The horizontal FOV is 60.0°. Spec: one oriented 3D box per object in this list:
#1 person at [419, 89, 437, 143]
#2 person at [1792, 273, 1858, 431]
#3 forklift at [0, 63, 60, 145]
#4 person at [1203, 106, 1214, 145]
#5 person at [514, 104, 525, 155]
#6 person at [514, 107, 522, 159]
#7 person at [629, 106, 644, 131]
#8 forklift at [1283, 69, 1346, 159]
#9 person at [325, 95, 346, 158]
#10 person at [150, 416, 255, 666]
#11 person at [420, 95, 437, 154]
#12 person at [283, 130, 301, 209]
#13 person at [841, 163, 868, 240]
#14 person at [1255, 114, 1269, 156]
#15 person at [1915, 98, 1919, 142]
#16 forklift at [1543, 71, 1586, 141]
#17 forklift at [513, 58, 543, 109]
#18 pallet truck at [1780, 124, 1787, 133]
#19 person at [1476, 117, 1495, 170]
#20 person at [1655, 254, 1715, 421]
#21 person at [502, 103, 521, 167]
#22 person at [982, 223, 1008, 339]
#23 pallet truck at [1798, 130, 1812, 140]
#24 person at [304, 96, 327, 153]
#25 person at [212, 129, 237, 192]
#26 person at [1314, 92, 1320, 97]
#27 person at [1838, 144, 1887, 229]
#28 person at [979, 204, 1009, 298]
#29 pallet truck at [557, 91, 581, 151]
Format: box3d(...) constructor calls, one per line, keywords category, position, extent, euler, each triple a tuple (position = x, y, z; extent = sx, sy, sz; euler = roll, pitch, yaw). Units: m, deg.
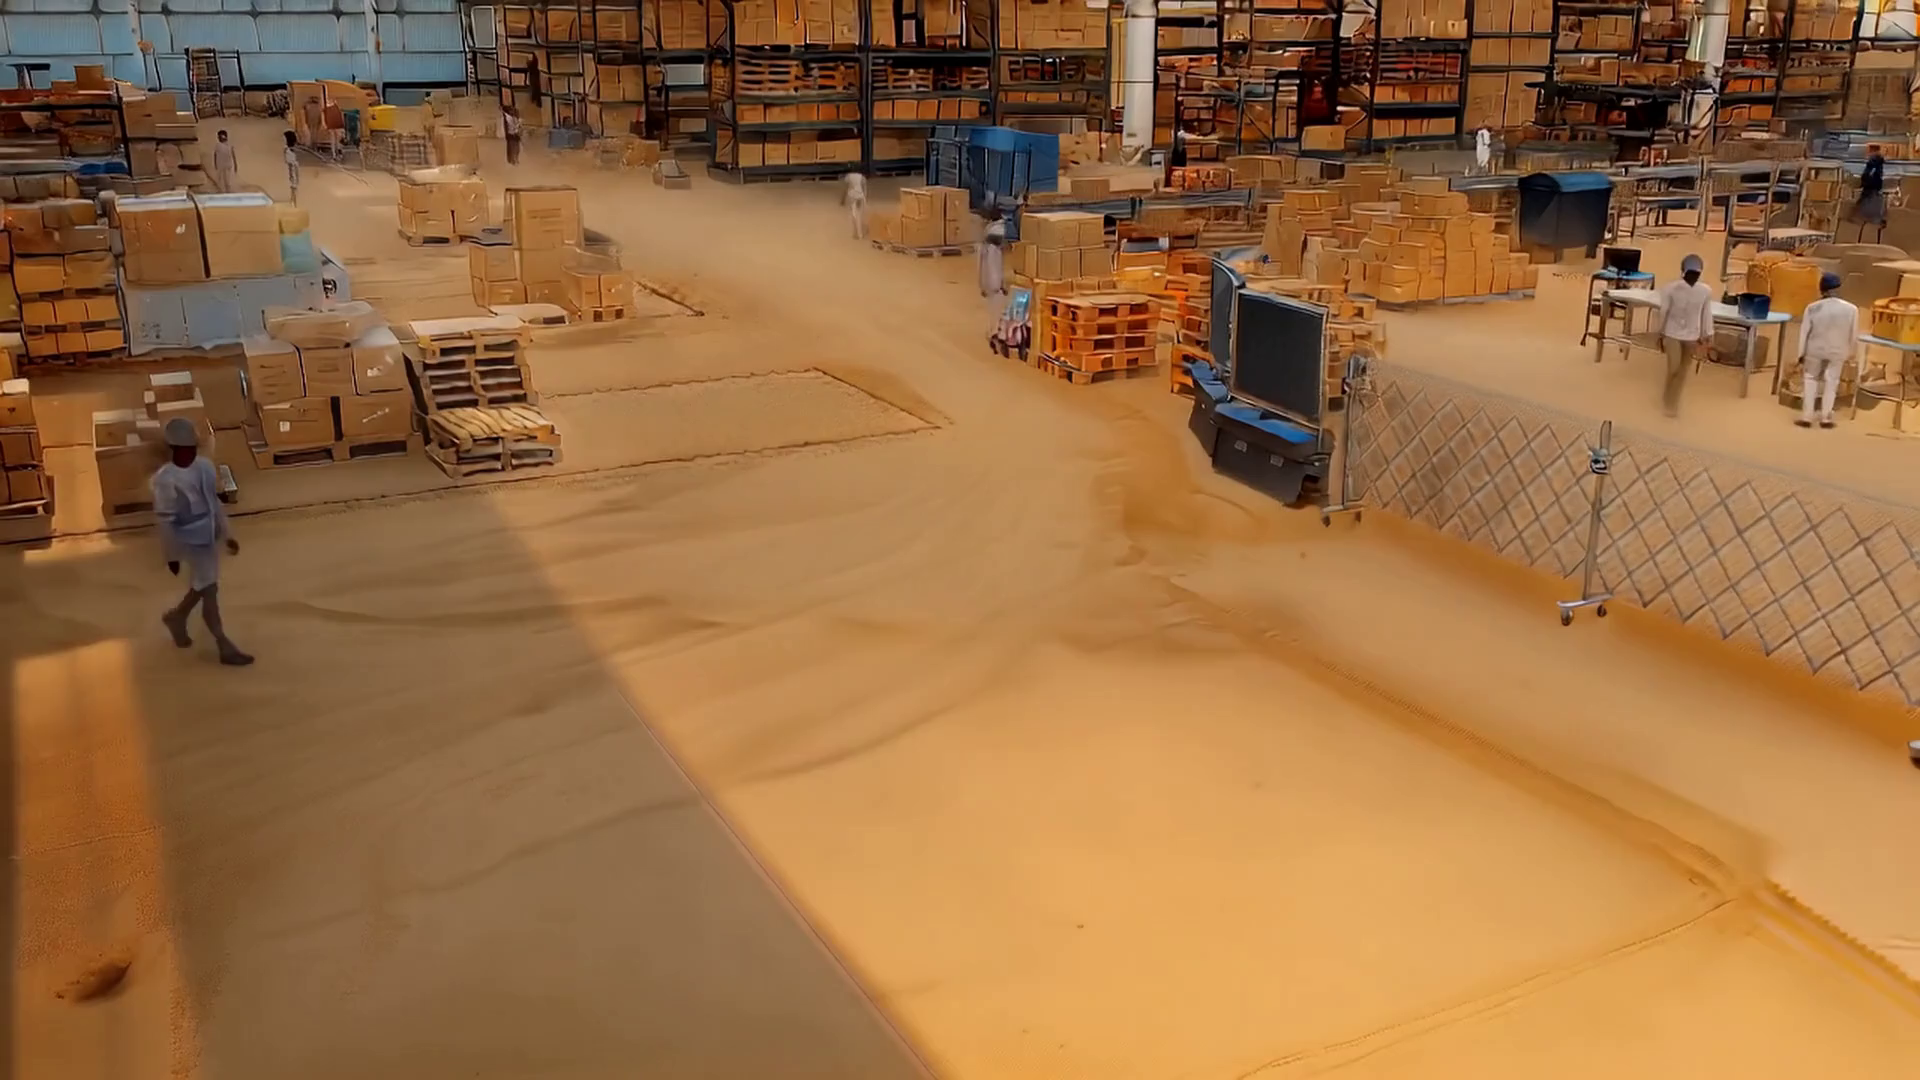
box3d(category="person", position=(-19.141, -15.269, 59.987), extent=(0.579, 1.914, 0.680), euler=(-13, 22, -36))
box3d(category="person", position=(10.066, -2.189, 19.370), extent=(0.604, 1.824, 0.403), euler=(5, 18, 15))
box3d(category="forklift", position=(-33.500, -15.620, 59.532), extent=(1.873, 2.768, 1.129), euler=(-9, 20, -26))
box3d(category="person", position=(8.187, -13.471, 54.803), extent=(0.551, 1.643, 0.882), euler=(-9, 20, -27))
box3d(category="person", position=(-14.807, -13.709, 55.578), extent=(0.307, 1.637, 0.525), euler=(-15, 23, -39))
box3d(category="person", position=(-14.533, -13.277, 54.141), extent=(0.460, 1.679, 0.560), euler=(11, 21, 30))
box3d(category="person", position=(-12.019, -15.691, 61.567), extent=(1.037, 1.759, 0.629), euler=(-10, 20, -28))
box3d(category="forklift", position=(11.615, -13.871, 54.079), extent=(1.129, 2.768, 1.873), euler=(-9, 20, -27))
box3d(category="person", position=(-20.486, -13.574, 54.585), extent=(0.399, 1.989, 0.622), euler=(17, 24, 42))
box3d(category="person", position=(-5.756, -0.009, 12.426), extent=(0.870, 1.914, 0.544), euler=(5, 19, 17))
box3d(category="person", position=(-17.925, -13.957, 55.881), extent=(0.505, 1.927, 0.648), euler=(2, 18, 5))
box3d(category="person", position=(-15.836, -8.725, 39.507), extent=(0.361, 1.964, 0.617), euler=(-5, 18, -14))
box3d(category="person", position=(-2.221, -7.148, 35.160), extent=(0.531, 1.606, 0.487), euler=(-8, 19, -23))
box3d(category="person", position=(8.397, -10.857, 46.216), extent=(0.384, 1.930, 0.547), euler=(16, 24, 41))
box3d(category="person", position=(35.368, -15.604, 60.959), extent=(0.658, 1.964, 0.731), euler=(8, 19, 23))
box3d(category="forklift", position=(18.685, -13.231, 52.085), extent=(1.873, 2.768, 1.129), euler=(-9, 20, -26))
box3d(category="forklift", position=(-16.728, -17.565, 65.595), extent=(1.873, 2.768, 1.129), euler=(-9, 20, -26))
box3d(category="pallet truck", position=(25.206, -12.542, 52.601), extent=(1.601, 1.201, 0.680), euler=(0, 18, -2))
box3d(category="person", position=(13.622, -9.965, 43.255), extent=(0.395, 2.040, 0.609), euler=(0, 18, -1))
box3d(category="person", position=(8.670, -2.405, 19.799), extent=(0.629, 1.965, 0.798), euler=(-2, 18, -6))
box3d(category="person", position=(-13.842, -12.481, 51.299), extent=(0.370, 1.915, 0.597), euler=(8, 20, 24))
box3d(category="person", position=(0.555, -3.818, 24.592), extent=(0.526, 1.723, 0.505), euler=(-1, 18, -3))
box3d(category="pallet truck", position=(25.526, -11.556, 49.408), extent=(1.630, 1.274, 0.653), euler=(-9, 20, -26))
box3d(category="person", position=(-21.903, -14.134, 56.510), extent=(0.641, 1.892, 1.050), euler=(-15, 23, -40))
box3d(category="person", position=(-18.463, -9.381, 41.765), extent=(0.537, 1.836, 0.603), euler=(-6, 19, -18))
box3d(category="person", position=(12.442, -14.782, 58.529), extent=(0.889, 1.873, 0.676), euler=(-8, 19, -24))
box3d(category="person", position=(20.333, -7.903, 37.136), extent=(1.043, 1.849, 0.663), euler=(13, 22, 35))
box3d(category="person", position=(0.566, -4.854, 28.060), extent=(0.521, 1.580, 0.861), euler=(-9, 20, -26))
box3d(category="pallet truck", position=(-13.495, -14.412, 57.188), extent=(0.823, 1.965, 1.885), euler=(-3, 18, -9))
